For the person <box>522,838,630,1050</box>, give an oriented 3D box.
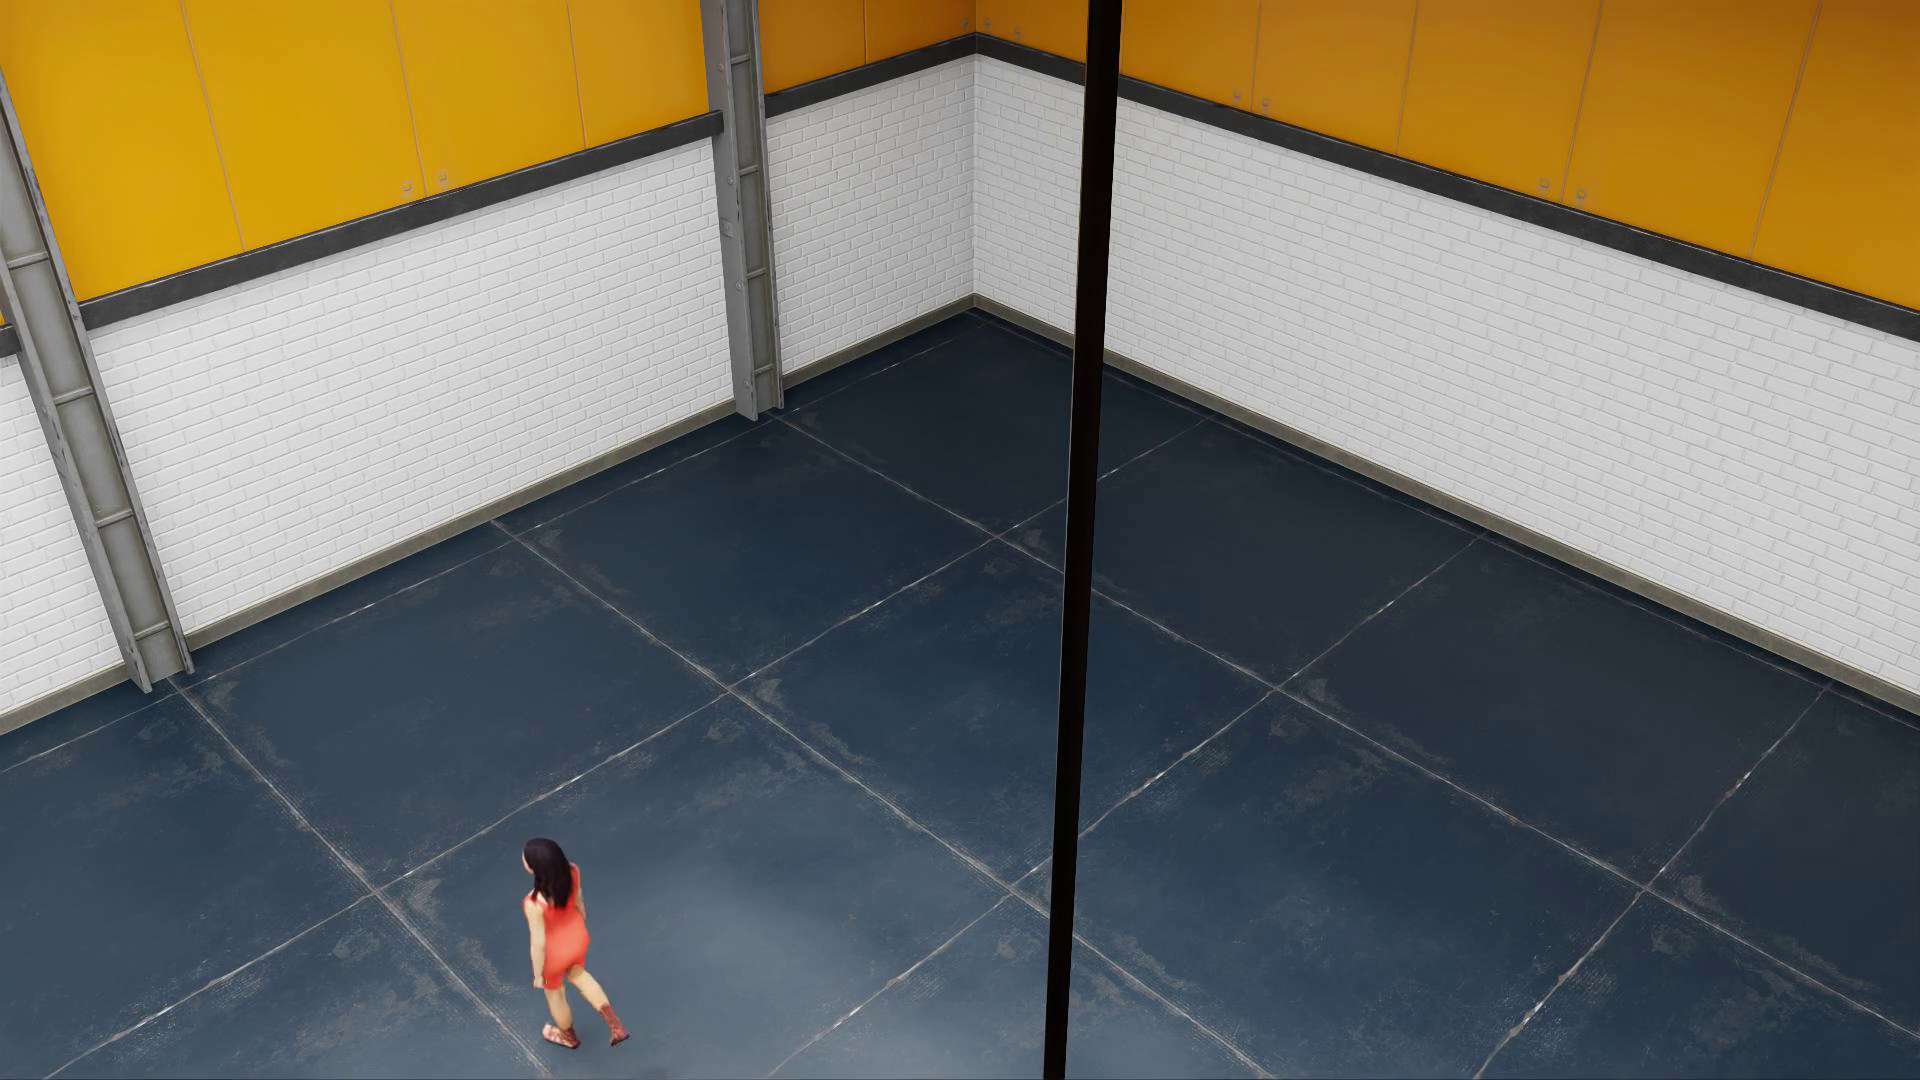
[{"bbox_3d":[-2.210,2.352,9.476,0.817,1.708,0.874,16,37,23],"label":"person"}]
